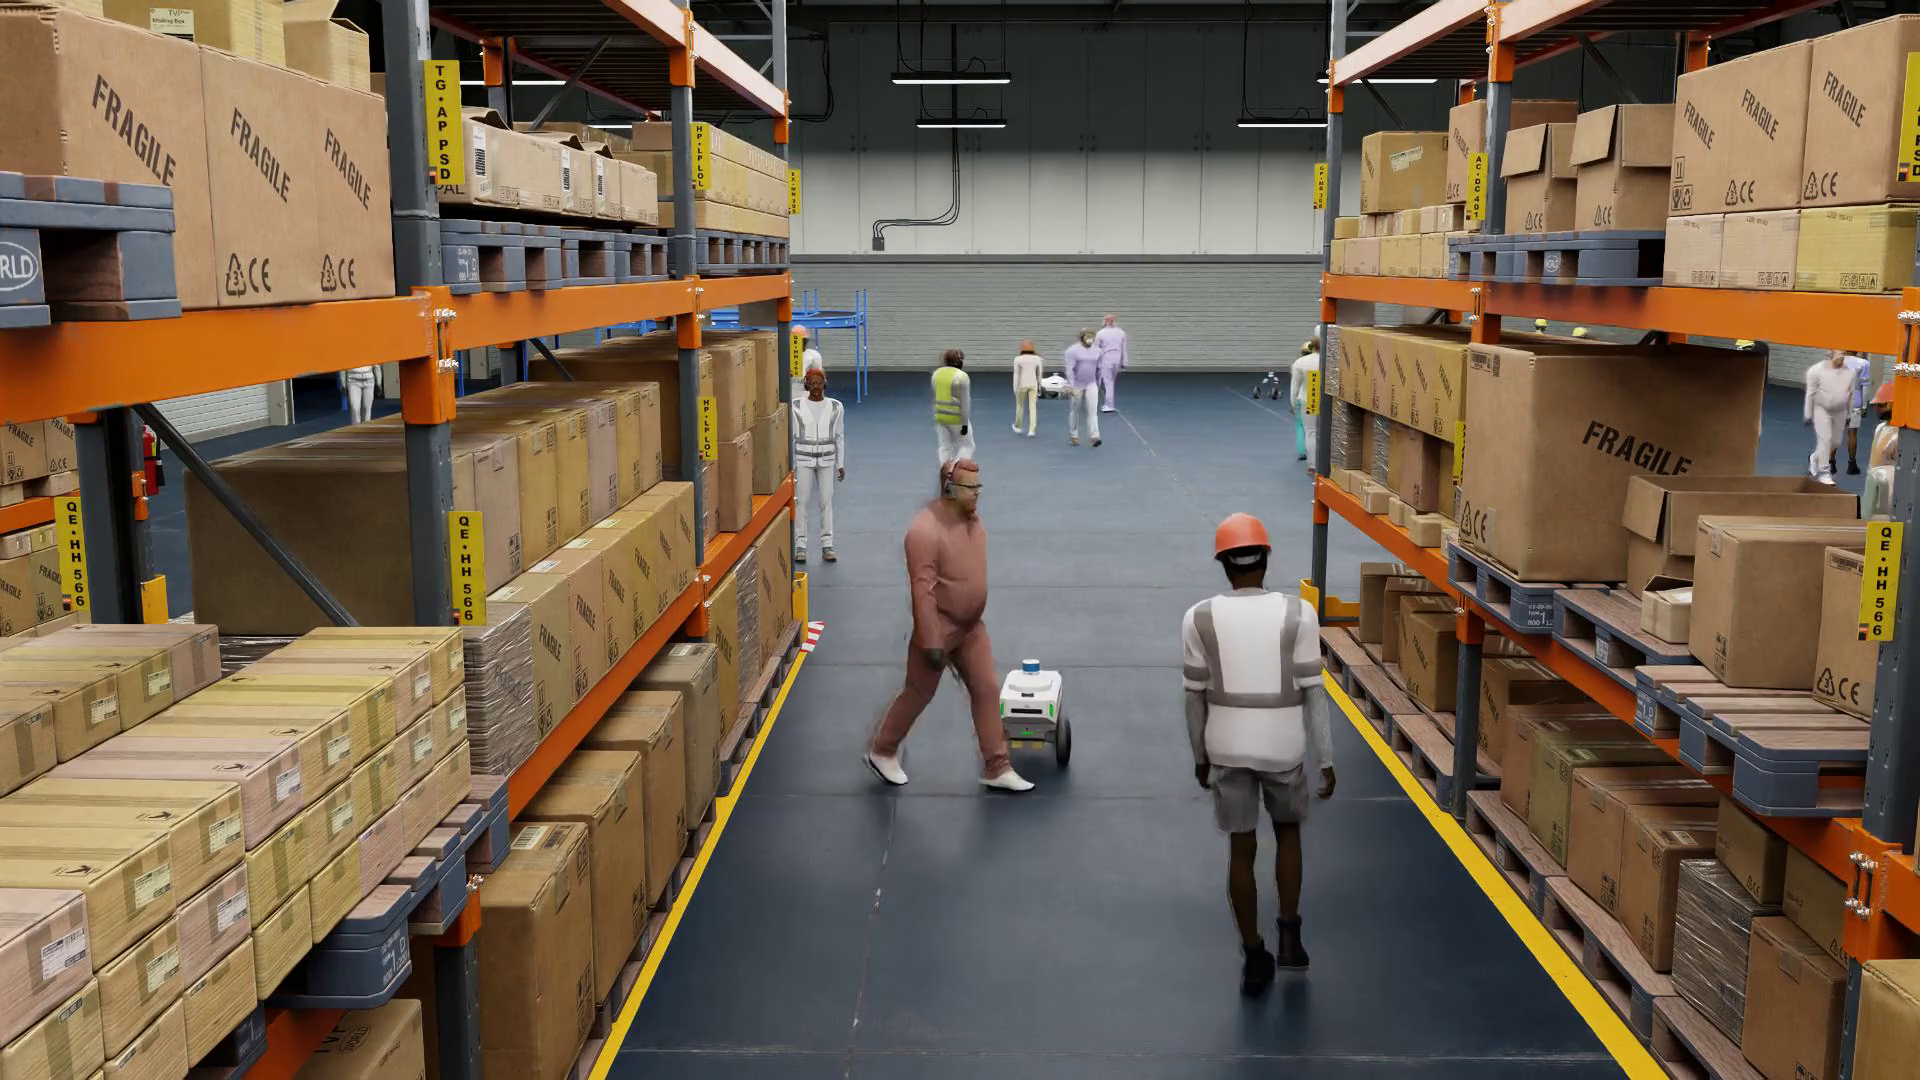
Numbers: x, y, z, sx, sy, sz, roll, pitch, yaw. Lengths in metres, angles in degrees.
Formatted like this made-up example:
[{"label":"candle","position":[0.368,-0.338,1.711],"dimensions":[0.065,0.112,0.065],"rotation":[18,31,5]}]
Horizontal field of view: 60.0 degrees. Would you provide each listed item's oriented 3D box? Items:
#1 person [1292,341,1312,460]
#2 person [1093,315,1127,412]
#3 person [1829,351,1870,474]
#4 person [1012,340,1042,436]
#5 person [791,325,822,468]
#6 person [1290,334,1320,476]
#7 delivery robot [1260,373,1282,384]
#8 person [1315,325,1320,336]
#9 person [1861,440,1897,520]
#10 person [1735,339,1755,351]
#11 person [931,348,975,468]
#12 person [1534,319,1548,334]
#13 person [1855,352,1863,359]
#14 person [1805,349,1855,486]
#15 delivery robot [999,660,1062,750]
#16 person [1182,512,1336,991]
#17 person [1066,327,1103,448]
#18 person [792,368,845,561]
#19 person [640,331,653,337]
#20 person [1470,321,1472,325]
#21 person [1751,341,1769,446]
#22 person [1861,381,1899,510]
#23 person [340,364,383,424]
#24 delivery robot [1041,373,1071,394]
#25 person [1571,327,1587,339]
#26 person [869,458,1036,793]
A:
[{"label":"person","position":[5.162,-2.067,24.614],"dimensions":[0.526,1.751,0.523],"rotation":[5,11,28]},{"label":"person","position":[2.867,-3.454,32.528],"dimensions":[0.685,1.862,0.809],"rotation":[-5,11,-26]},{"label":"person","position":[12.245,-1.883,22.961],"dimensions":[0.542,1.929,0.369],"rotation":[8,12,40]},{"label":"person","position":[1.118,-2.562,28.004],"dimensions":[0.530,1.588,0.829],"rotation":[-2,10,-14]},{"label":"person","position":[-2.259,-2.018,23.494],"dimensions":[0.631,2.027,0.491],"rotation":[4,10,23]},{"label":"person","position":[4.871,-1.875,22.980],"dimensions":[0.634,1.913,0.811],"rotation":[-1,9,-3]},{"label":"delivery robot","position":[6.668,-3.481,35.707],"dimensions":[0.335,0.223,0.698],"rotation":[6,12,34]},{"label":"person","position":[7.800,-3.982,35.611],"dimensions":[0.574,1.896,0.930],"rotation":[6,11,30]},{"label":"person","position":[7.059,-0.003,12.602],"dimensions":[0.528,1.614,0.611],"rotation":[3,10,15]},{"label":"person","position":[11.720,-2.167,24.947],"dimensions":[0.590,1.833,0.403],"rotation":[-5,11,-27]},{"label":"person","position":[-0.082,-1.511,21.058],"dimensions":[0.628,1.829,0.453],"rotation":[8,12,40]},{"label":"person","position":[11.891,-3.675,34.181],"dimensions":[0.315,1.769,0.525],"rotation":[-5,11,-27]},{"label":"person","position":[18.086,-3.561,33.861],"dimensions":[0.515,1.645,0.308],"rotation":[6,11,32]},{"label":"person","position":[11.461,-1.689,21.978],"dimensions":[0.645,1.877,0.788],"rotation":[-1,9,-4]},{"label":"delivery robot","position":[0.421,0.956,9.906],"dimensions":[0.477,0.478,0.707],"rotation":[1,10,6]},{"label":"person","position":[1.200,0.848,6.714],"dimensions":[0.621,1.889,0.529],"rotation":[2,10,14]},{"label":"person","position":[1.974,-2.405,26.222],"dimensions":[0.638,1.875,1.060],"rotation":[-2,10,-12]},{"label":"person","position":[-1.410,-0.739,16.241],"dimensions":[0.572,1.883,0.354],"rotation":[-2,10,-13]},{"label":"person","position":[-8.235,-5.411,43.887],"dimensions":[0.536,2.000,0.676],"rotation":[8,12,40]},{"label":"person","position":[11.688,-4.268,37.941],"dimensions":[0.347,1.695,0.562],"rotation":[-7,12,-37]},{"label":"person","position":[12.451,-2.453,26.194],"dimensions":[0.645,1.988,0.409],"rotation":[-6,11,-30]},{"label":"person","position":[7.744,-0.359,13.850],"dimensions":[0.474,1.922,0.552],"rotation":[1,10,9]},{"label":"person","position":[-9.532,-2.472,26.540],"dimensions":[0.609,1.917,0.849],"rotation":[-6,11,-31]},{"label":"delivery robot","position":[2.038,-3.330,35.579],"dimensions":[0.707,0.478,0.477],"rotation":[9,13,43]},{"label":"person","position":[11.060,-2.924,29.753],"dimensions":[0.416,1.747,0.522],"rotation":[8,12,40]},{"label":"person","position":[-0.080,0.460,9.152],"dimensions":[0.981,1.856,0.648],"rotation":[7,12,35]}]
